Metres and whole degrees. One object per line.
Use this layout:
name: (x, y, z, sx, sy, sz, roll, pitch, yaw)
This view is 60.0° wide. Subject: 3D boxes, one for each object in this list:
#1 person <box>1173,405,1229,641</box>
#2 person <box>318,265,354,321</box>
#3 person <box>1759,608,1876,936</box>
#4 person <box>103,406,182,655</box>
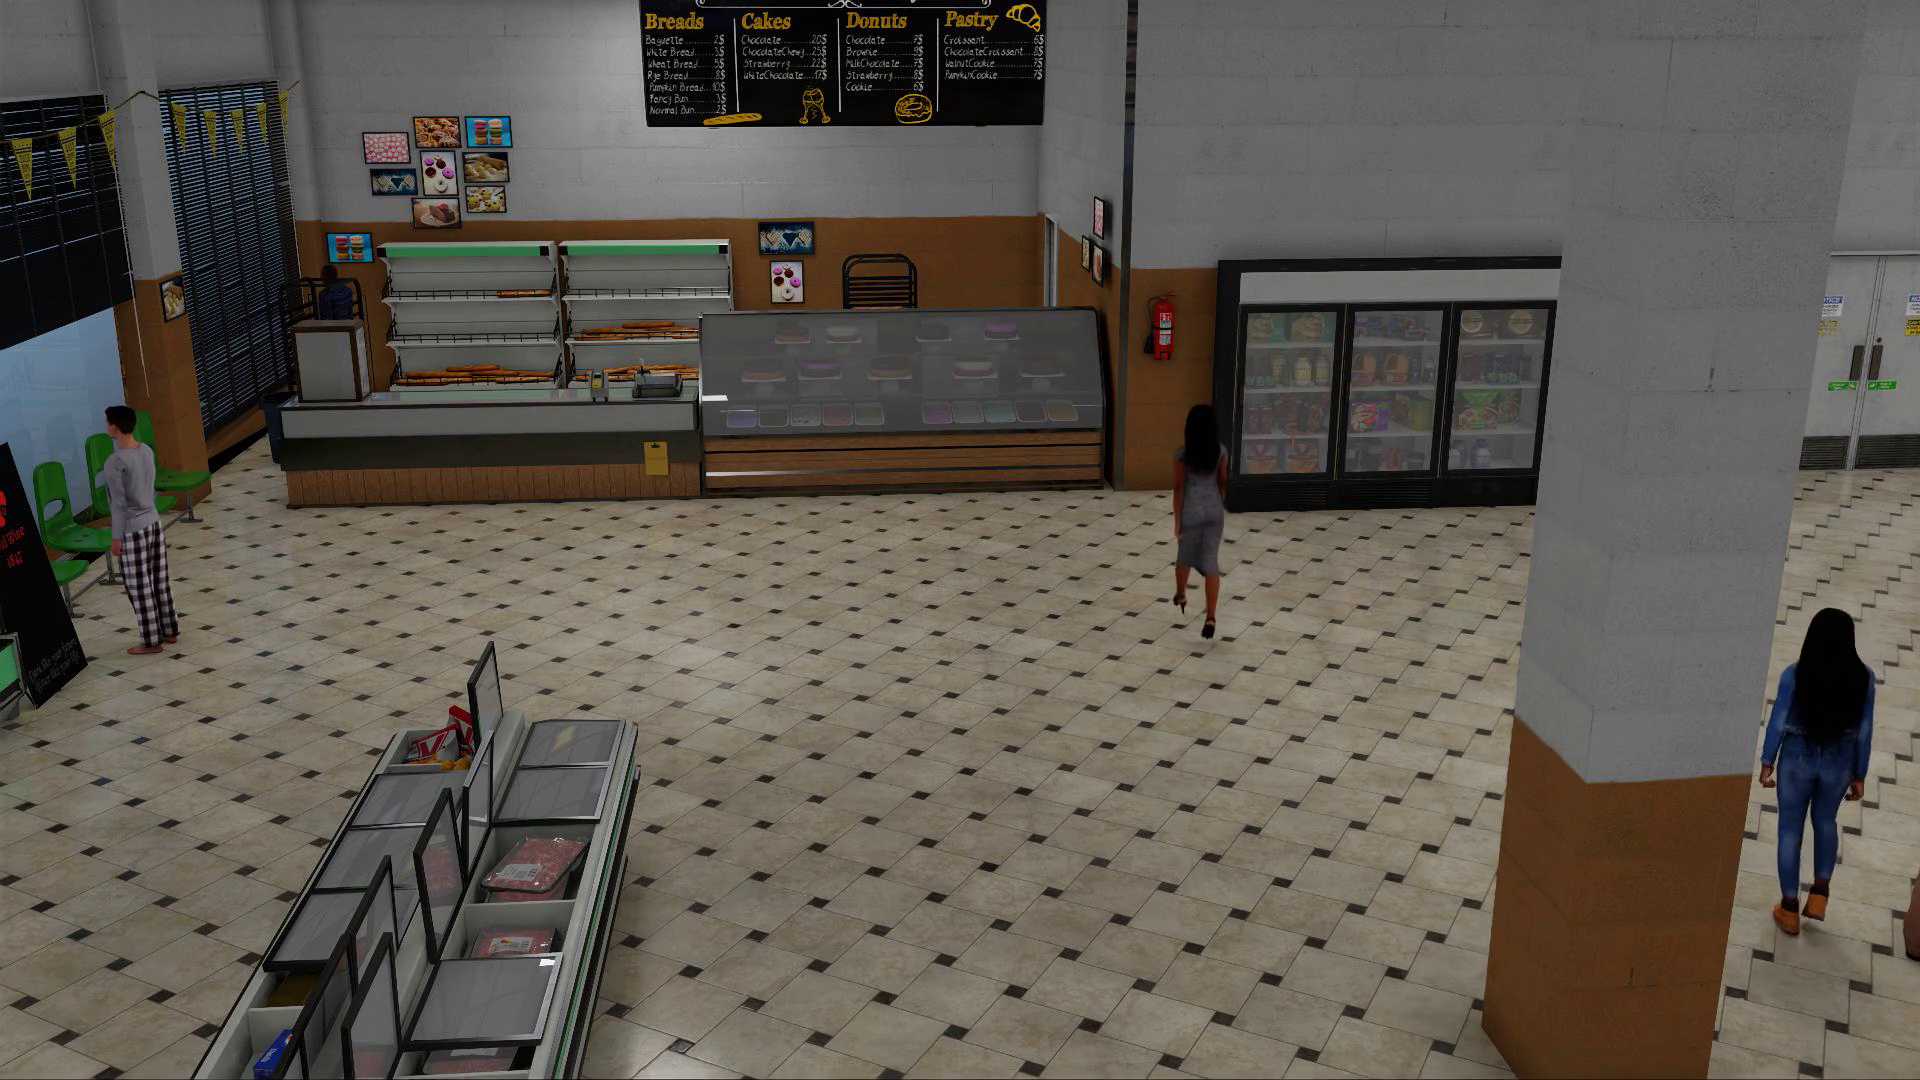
person: (1.824, -0.093, 12.429, 0.605, 1.729, 1.131, -1, 17, -4)
person: (-7.387, -2.363, 19.745, 0.817, 1.824, 0.694, 7, 18, 22)
person: (4.273, 1.186, 8.260, 0.702, 1.704, 0.700, 3, 17, 10)
person: (-6.018, -0.081, 12.189, 0.728, 1.848, 0.546, 2, 17, 7)
